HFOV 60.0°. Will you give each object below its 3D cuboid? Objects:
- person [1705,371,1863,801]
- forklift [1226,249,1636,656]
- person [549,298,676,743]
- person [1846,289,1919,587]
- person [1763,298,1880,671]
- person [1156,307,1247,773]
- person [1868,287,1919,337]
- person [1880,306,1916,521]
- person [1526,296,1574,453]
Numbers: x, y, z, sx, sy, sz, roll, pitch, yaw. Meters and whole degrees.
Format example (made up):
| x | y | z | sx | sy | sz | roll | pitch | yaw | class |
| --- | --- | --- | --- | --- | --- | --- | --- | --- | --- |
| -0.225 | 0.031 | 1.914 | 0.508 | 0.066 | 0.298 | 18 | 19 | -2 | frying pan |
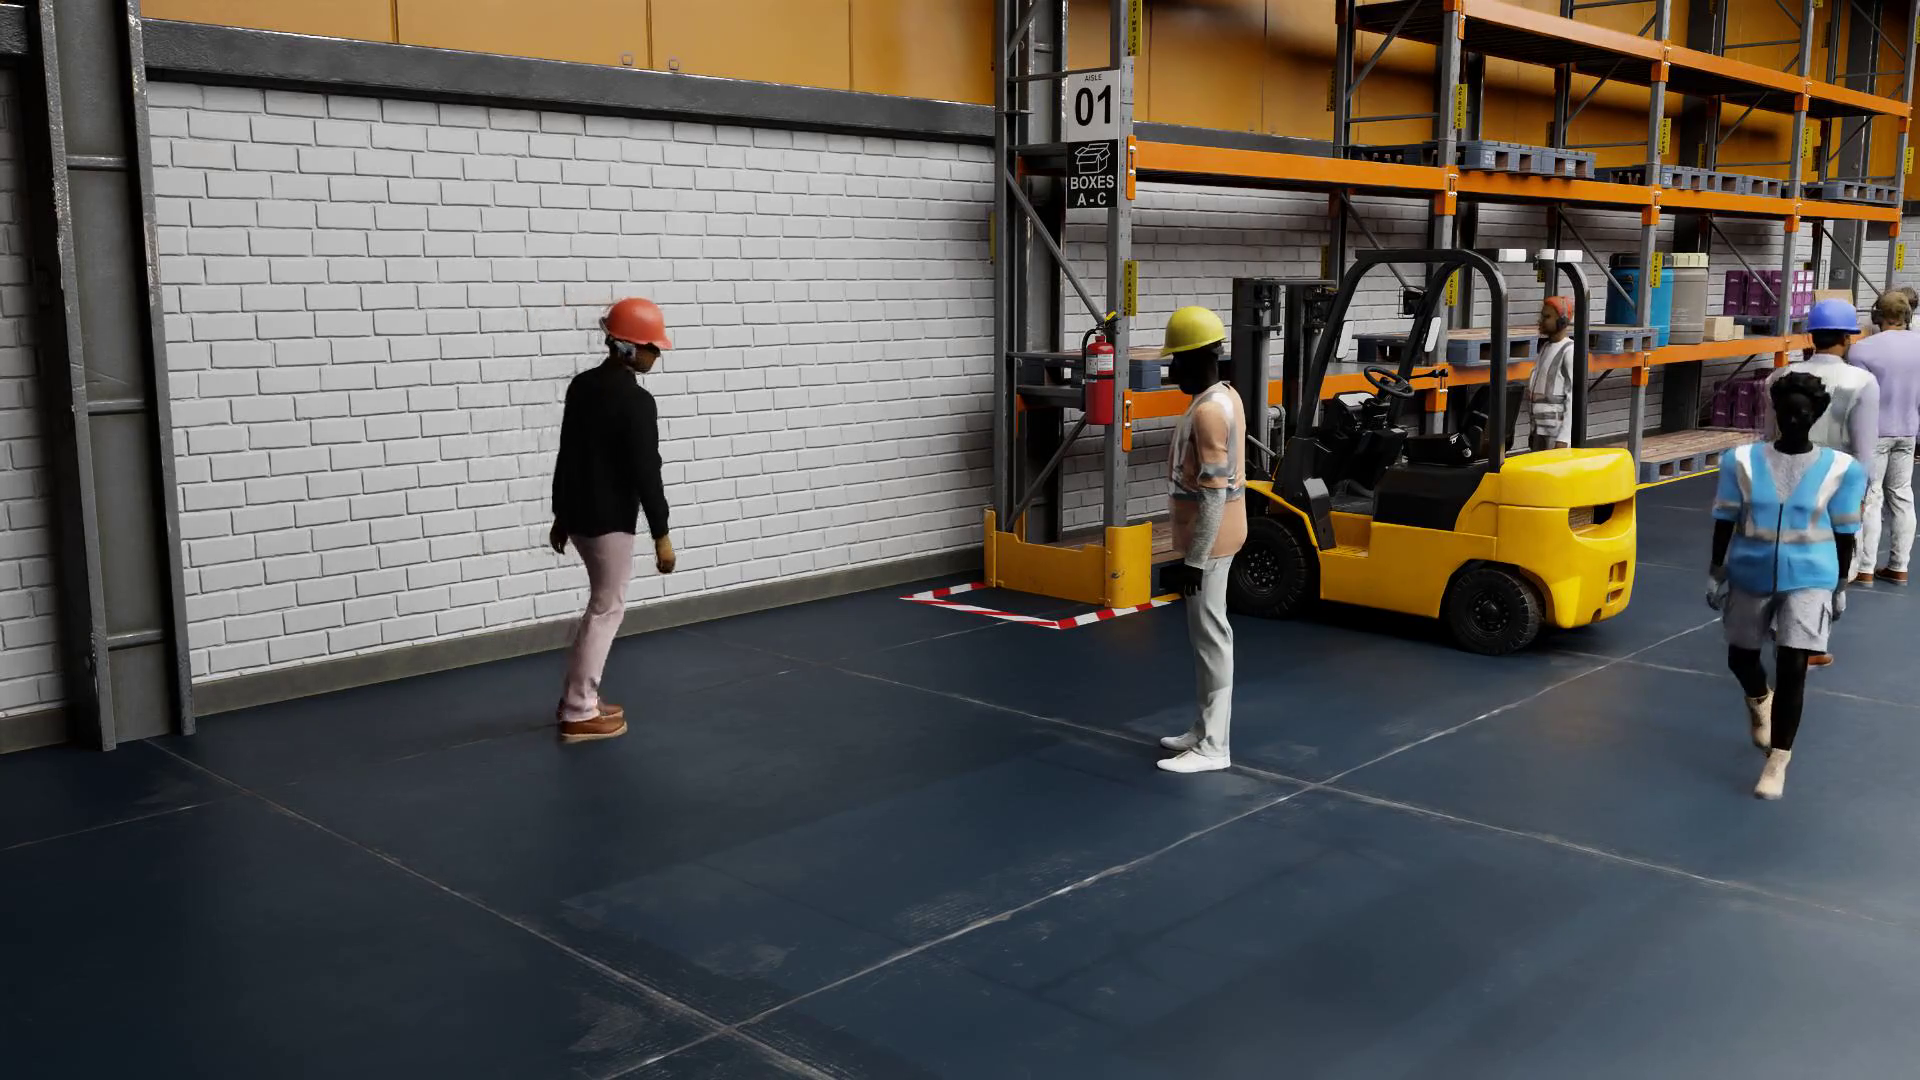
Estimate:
| x | y | z | sx | sy | sz | roll | pitch | yaw | class |
| --- | --- | --- | --- | --- | --- | --- | --- | --- | --- |
| 3.310 | 0.150 | 6.694 | 0.538 | 1.678 | 0.704 | 6 | 11 | 34 | person |
| 2.710 | -0.584 | 9.626 | 2.313 | 2.155 | 1.214 | 9 | 13 | 43 | forklift |
| -1.524 | -0.075 | 7.264 | 0.563 | 1.944 | 0.652 | -7 | 12 | -39 | person |
| 6.028 | -0.656 | 10.850 | 0.635 | 1.936 | 0.354 | -1 | 9 | -9 | person |
| 4.304 | -0.255 | 8.421 | 0.577 | 1.927 | 0.607 | -6 | 11 | -32 | person |
| 0.988 | 0.005 | 6.860 | 0.382 | 1.917 | 0.585 | 2 | 9 | 12 | person |
| 9.770 | -1.681 | 17.300 | 1.021 | 1.887 | 0.651 | -5 | 11 | -30 | person |
| 7.619 | -1.048 | 13.616 | 0.615 | 1.815 | 0.425 | 4 | 10 | 23 | person |
| 4.136 | -0.753 | 11.626 | 0.340 | 1.880 | 0.585 | -1 | 9 | -3 | person |
